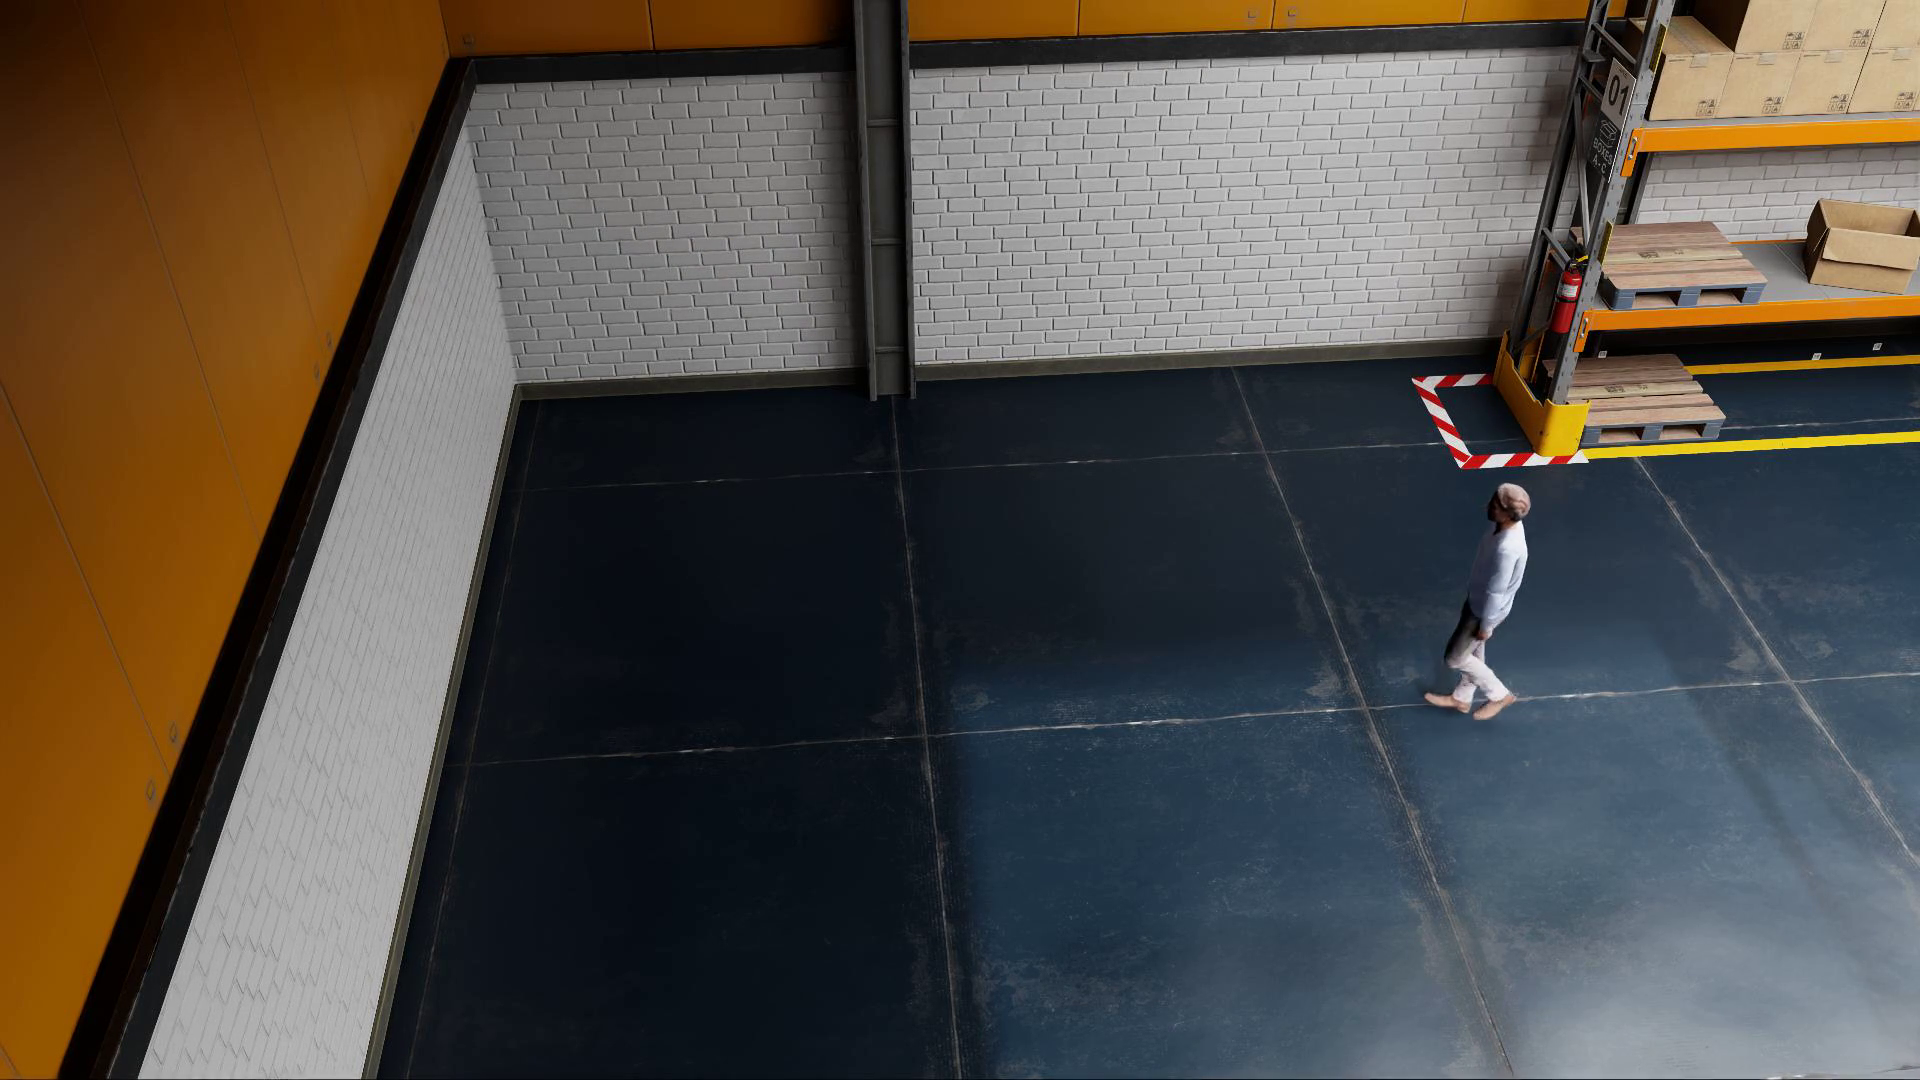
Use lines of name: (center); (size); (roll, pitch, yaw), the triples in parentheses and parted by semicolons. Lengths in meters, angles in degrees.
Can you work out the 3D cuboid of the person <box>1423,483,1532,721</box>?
person: (3.455, 0.440, 10.661); (0.917, 1.884, 0.826); (9, 40, 11)
